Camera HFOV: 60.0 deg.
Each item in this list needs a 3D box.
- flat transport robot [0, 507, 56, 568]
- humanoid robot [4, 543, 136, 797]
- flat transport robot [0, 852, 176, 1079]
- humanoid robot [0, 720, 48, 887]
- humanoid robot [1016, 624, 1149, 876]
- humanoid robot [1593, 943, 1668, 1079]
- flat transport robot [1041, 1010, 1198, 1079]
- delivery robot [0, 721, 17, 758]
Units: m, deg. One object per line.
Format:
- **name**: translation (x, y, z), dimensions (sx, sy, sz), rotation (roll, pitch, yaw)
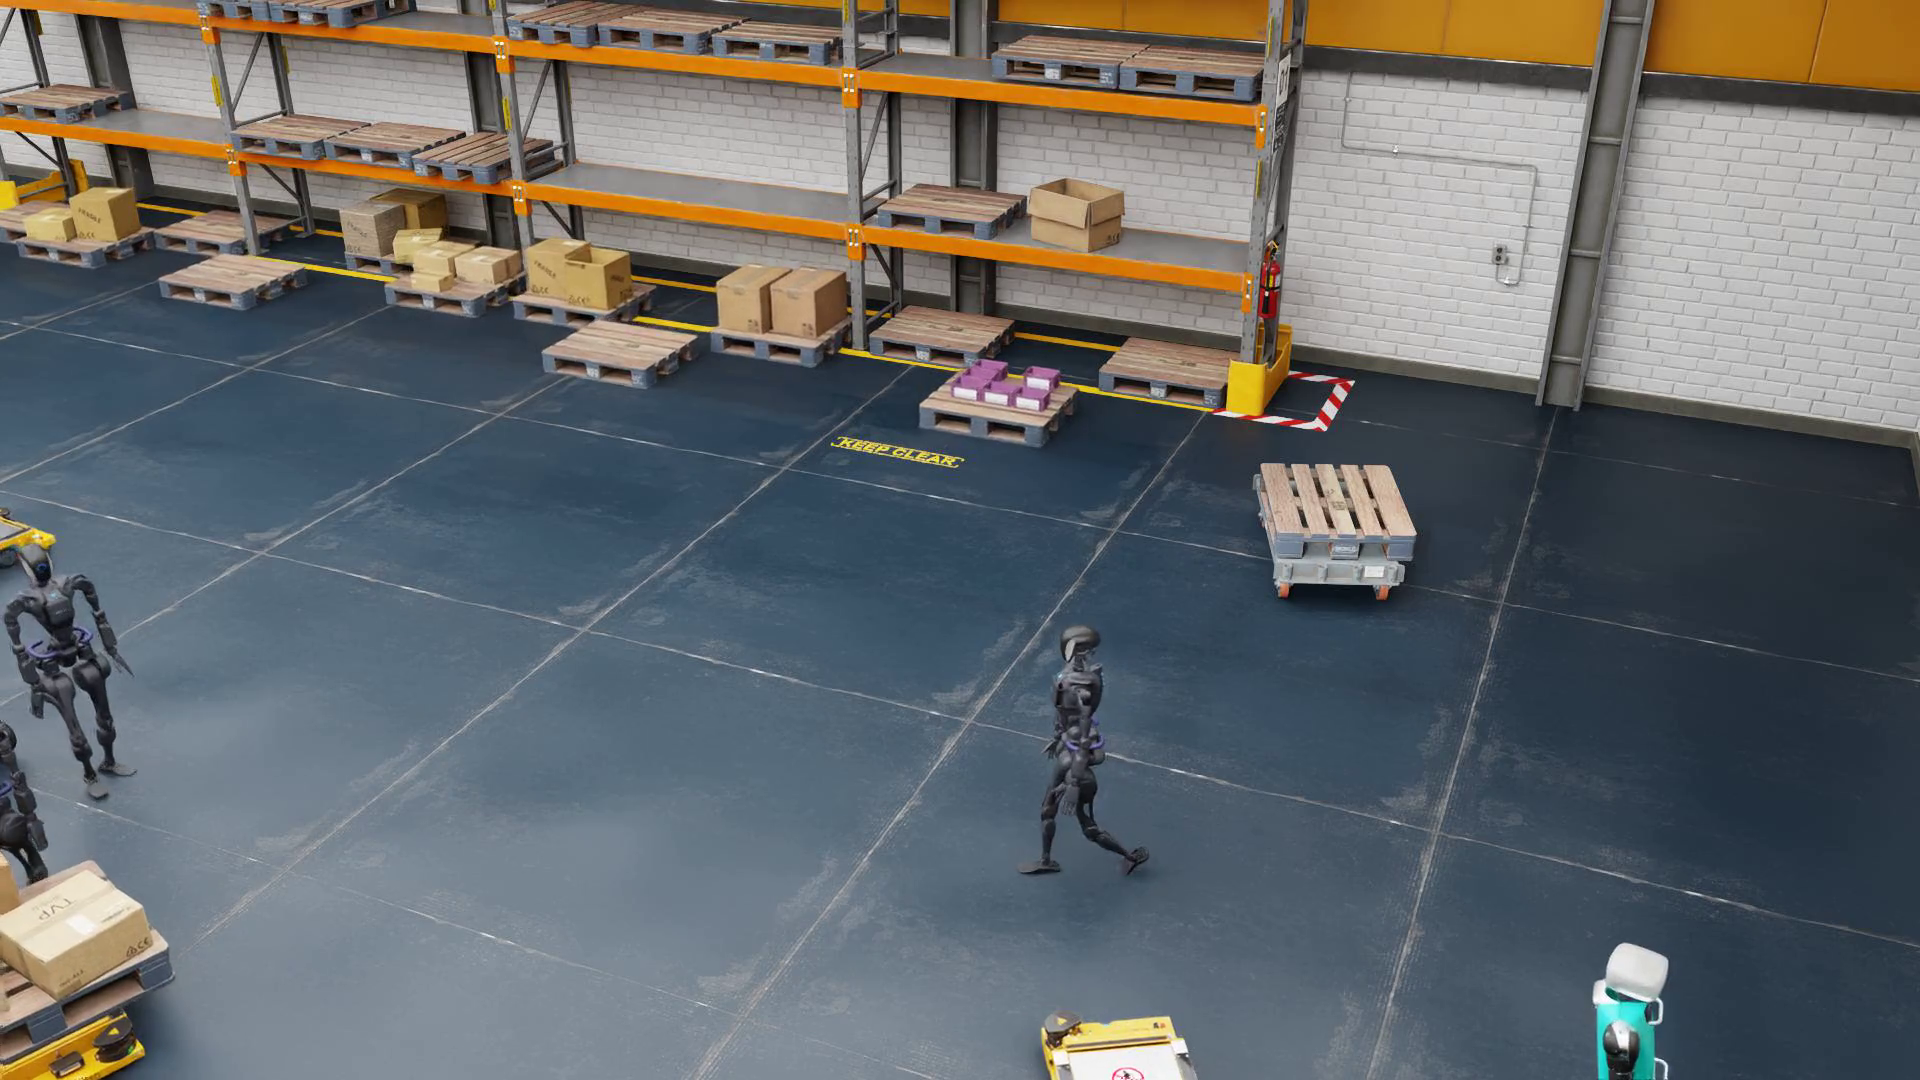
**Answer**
- **flat transport robot**: translation (-7.718, 0.169, 12.604), dimensions (0.659, 0.231, 1.431), rotation (14, 30, 25)
- **humanoid robot**: translation (-5.263, 0.766, 9.911), dimensions (0.401, 1.655, 0.590), rotation (19, 33, 33)
- **flat transport robot**: translation (-4.732, 2.346, 8.382), dimensions (1.431, 0.231, 0.659), rotation (24, 36, 39)
- **humanoid robot**: translation (-5.066, 1.400, 8.683), dimensions (0.592, 1.649, 0.331), rotation (11, 29, 20)
- **humanoid robot**: translation (0.697, 1.189, 9.149), dimensions (0.730, 1.650, 0.601), rotation (-3, 27, -6)
- **humanoid robot**: translation (2.842, 2.475, 6.664), dimensions (0.821, 1.874, 0.533), rotation (11, 29, 20)
- **flat transport robot**: translation (0.816, 2.723, 7.651), dimensions (0.659, 0.231, 1.431), rotation (-3, 27, -6)
- **delivery robot**: translation (-6.291, 1.238, 10.216), dimensions (0.774, 0.592, 0.499), rotation (-1, 27, -2)
